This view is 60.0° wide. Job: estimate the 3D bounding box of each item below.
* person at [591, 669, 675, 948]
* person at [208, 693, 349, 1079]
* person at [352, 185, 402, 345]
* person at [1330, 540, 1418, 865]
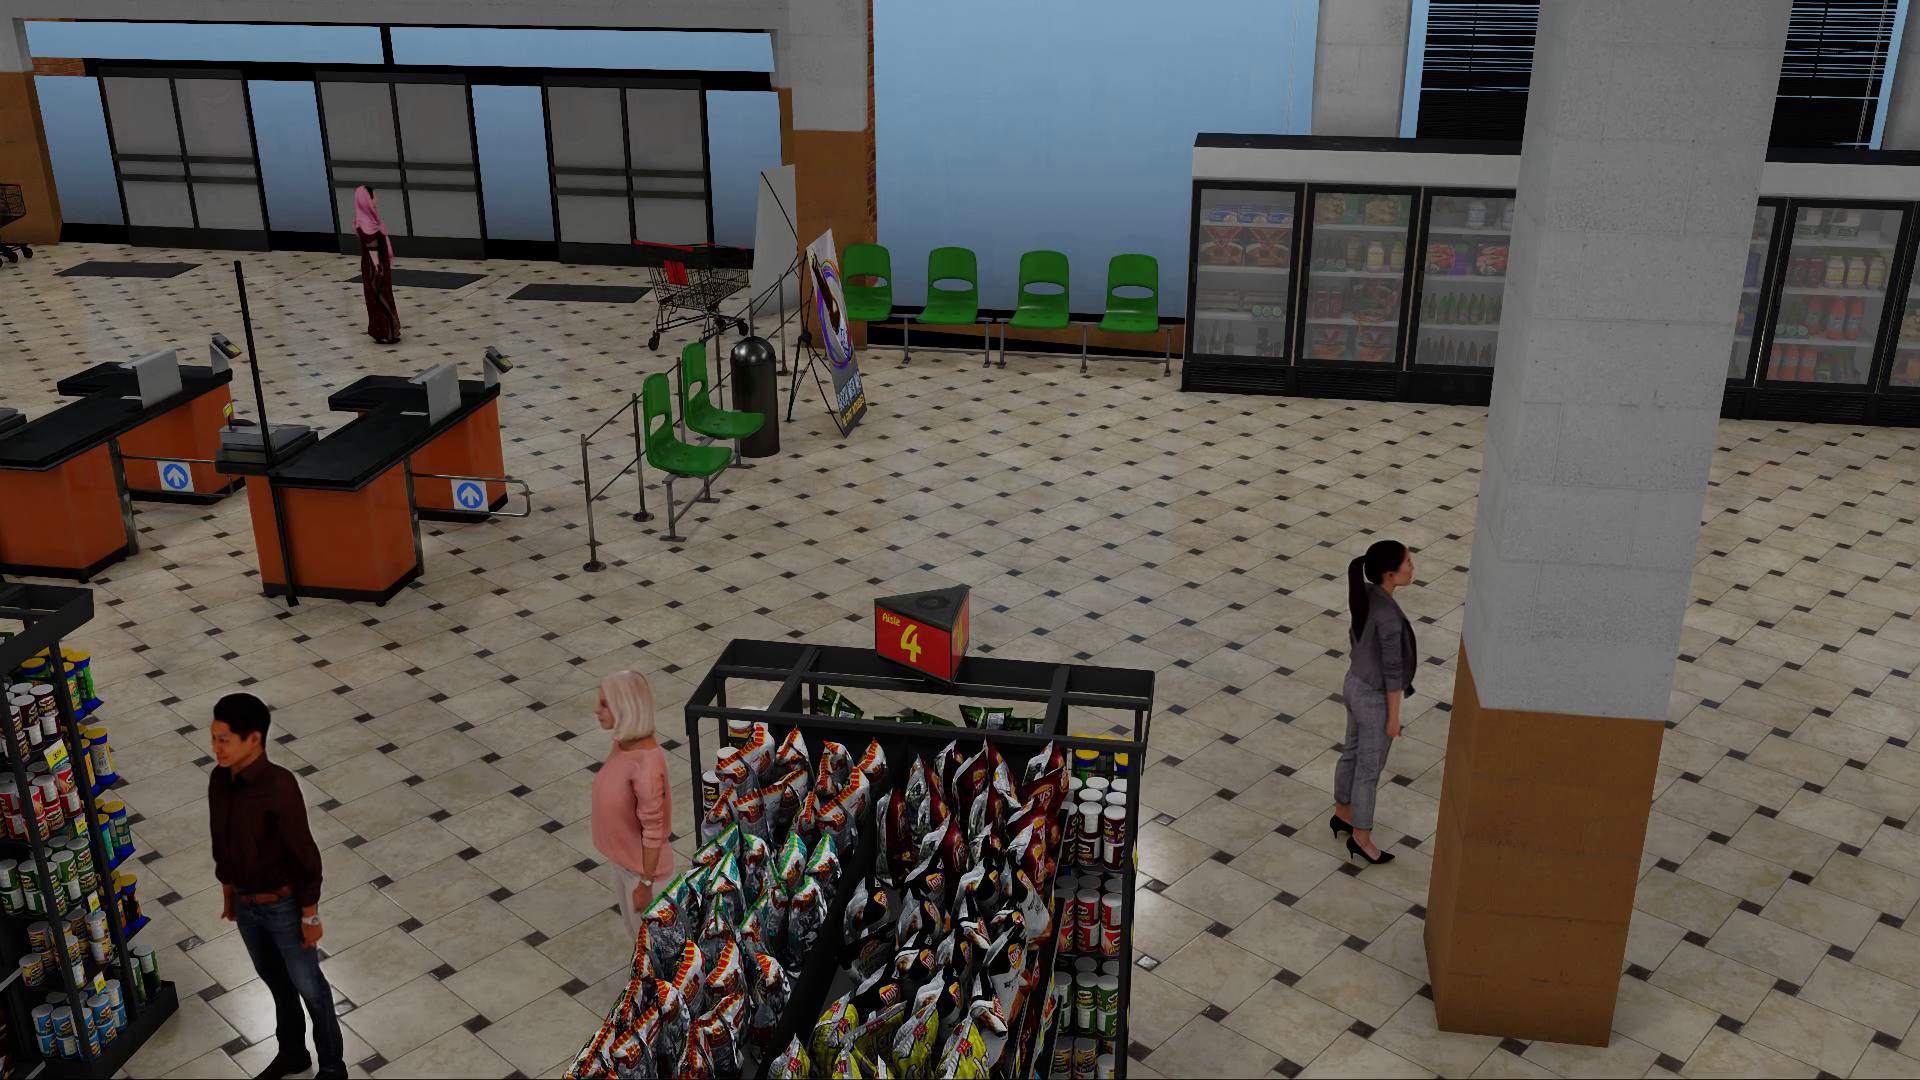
[{"bbox_3d":[-1.306,1.302,6.787,0.742,1.725,0.659,-11,25,-26],"label":"person"},{"bbox_3d":[-2.665,1.397,6.477,0.710,1.780,0.625,11,24,25],"label":"person"},{"bbox_3d":[-6.077,-2.864,17.272,0.815,1.637,0.698,-6,23,-15],"label":"person"},{"bbox_3d":[2.015,0.780,8.149,0.758,1.678,0.634,-3,22,-8],"label":"person"}]
